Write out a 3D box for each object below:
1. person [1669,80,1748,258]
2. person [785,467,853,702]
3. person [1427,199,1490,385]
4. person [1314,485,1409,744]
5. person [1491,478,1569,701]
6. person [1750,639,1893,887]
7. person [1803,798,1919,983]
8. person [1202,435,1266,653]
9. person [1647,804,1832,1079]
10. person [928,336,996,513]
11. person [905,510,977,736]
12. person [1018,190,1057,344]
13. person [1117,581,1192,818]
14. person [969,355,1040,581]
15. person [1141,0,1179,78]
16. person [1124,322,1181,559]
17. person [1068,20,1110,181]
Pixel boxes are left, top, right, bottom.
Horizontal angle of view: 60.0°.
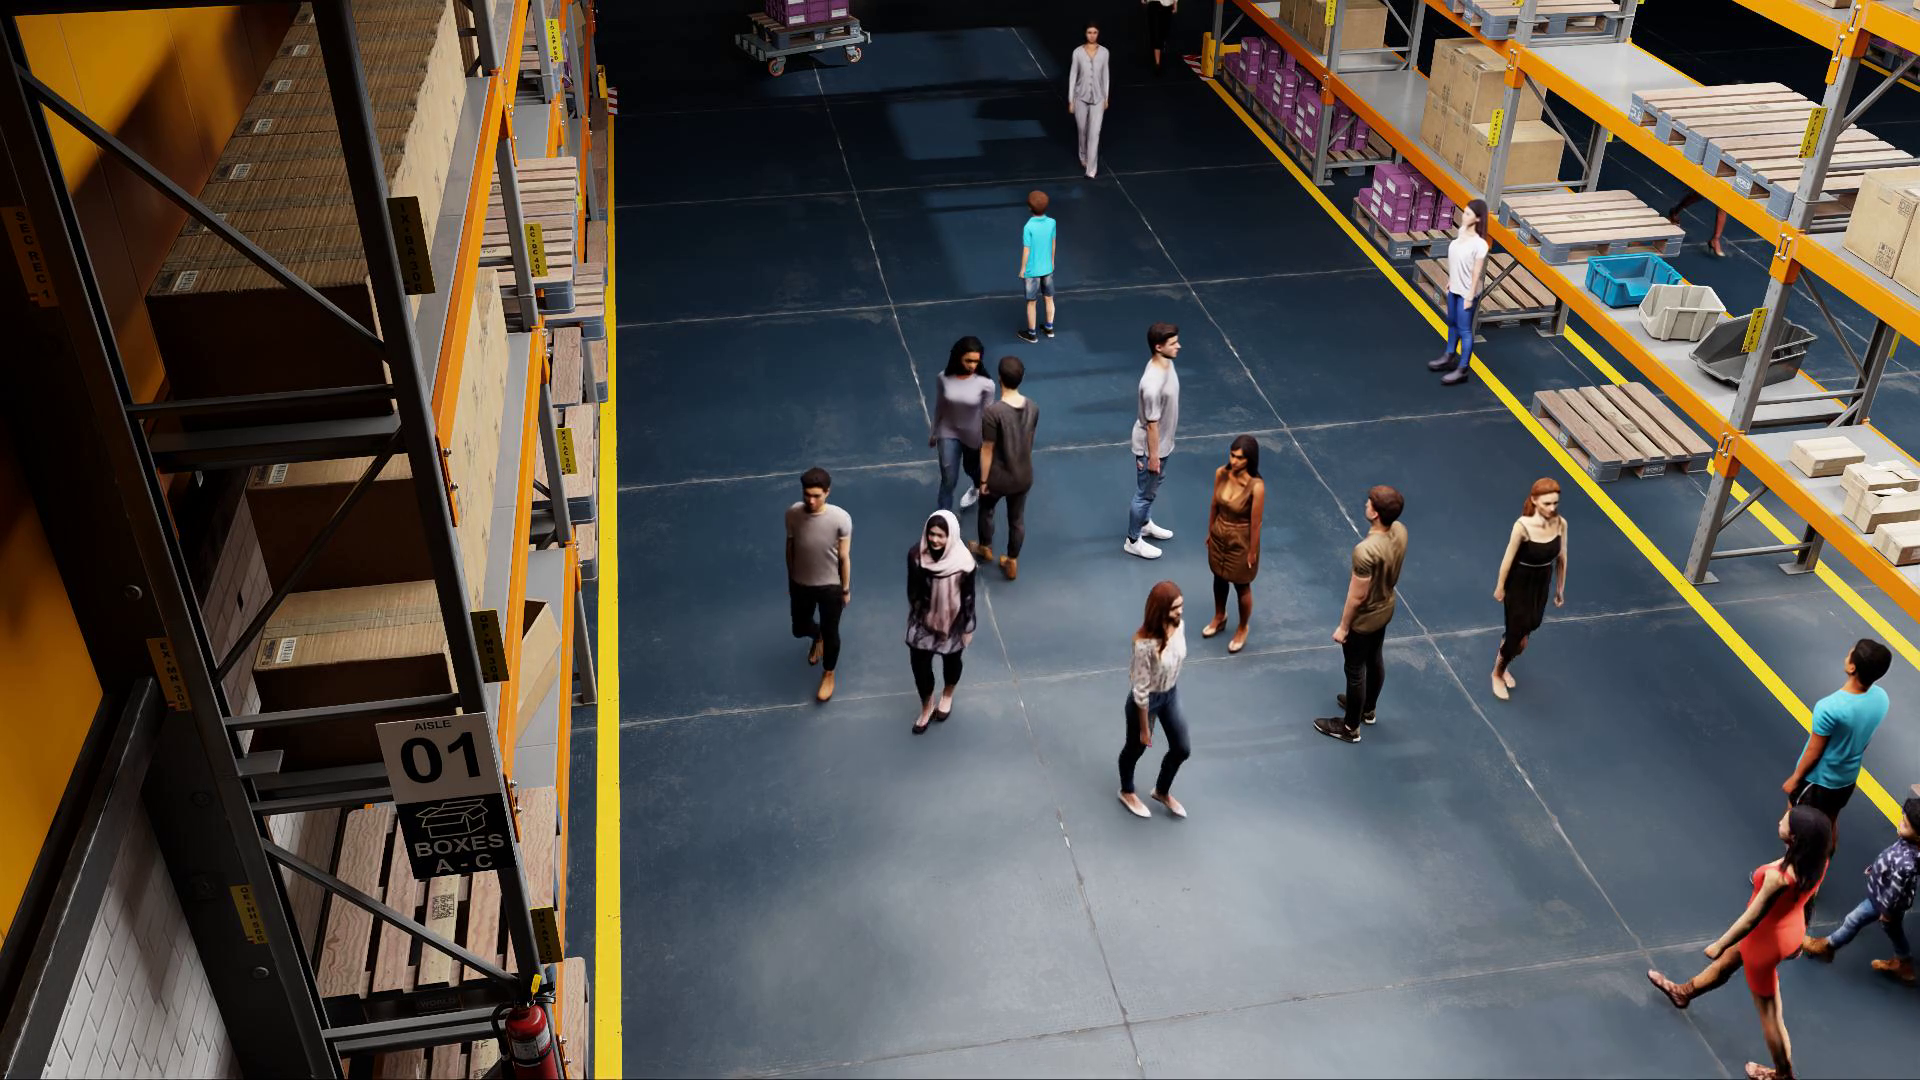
[{"bbox_3d":[7.691,-3.841,17.041,0.737,1.756,1.130,-12,35,-17],"label":"person"},{"bbox_3d":[-0.898,0.229,10.969,0.781,1.700,0.889,9,35,13],"label":"person"},{"bbox_3d":[4.437,-2.181,14.612,0.648,1.681,0.461,-6,34,-9],"label":"person"},{"bbox_3d":[2.575,0.458,10.488,0.780,1.851,0.749,27,42,34],"label":"person"},{"bbox_3d":[3.712,0.259,11.002,0.599,1.615,0.658,-10,35,-14],"label":"person"},{"bbox_3d":[4.851,1.306,9.283,0.655,1.773,0.565,-12,35,-17],"label":"person"},{"bbox_3d":[5.039,1.886,8.902,0.886,1.229,0.788,24,41,32],"label":"person"},{"bbox_3d":[1.865,0.018,11.302,0.701,1.683,0.606,-27,42,-35],"label":"person"},{"bbox_3d":[4.072,2.064,8.242,0.944,1.664,1.215,-23,40,-30],"label":"person"},{"bbox_3d":[0.062,-0.800,12.521,1.024,1.696,1.264,12,36,18],"label":"person"},{"bbox_3d":[-0.088,0.455,10.699,0.798,1.624,0.863,9,35,14],"label":"person"},{"bbox_3d":[0.726,-2.533,15.351,0.585,1.449,0.581,-20,38,-27],"label":"person"},{"bbox_3d":[1.082,0.931,9.899,0.720,1.716,0.771,-22,39,-29],"label":"person"},{"bbox_3d":[0.376,-0.463,12.022,0.702,1.687,0.799,-12,36,-18],"label":"person"},{"bbox_3d":[2.610,-6.916,21.626,0.803,1.803,1.198,1,34,2],"label":"person"},{"bbox_3d":[1.431,-0.757,12.284,0.808,1.887,0.677,9,35,14],"label":"person"},{"bbox_3d":[1.443,-4.994,18.806,0.768,1.723,1.156,1,34,2],"label":"person"}]
